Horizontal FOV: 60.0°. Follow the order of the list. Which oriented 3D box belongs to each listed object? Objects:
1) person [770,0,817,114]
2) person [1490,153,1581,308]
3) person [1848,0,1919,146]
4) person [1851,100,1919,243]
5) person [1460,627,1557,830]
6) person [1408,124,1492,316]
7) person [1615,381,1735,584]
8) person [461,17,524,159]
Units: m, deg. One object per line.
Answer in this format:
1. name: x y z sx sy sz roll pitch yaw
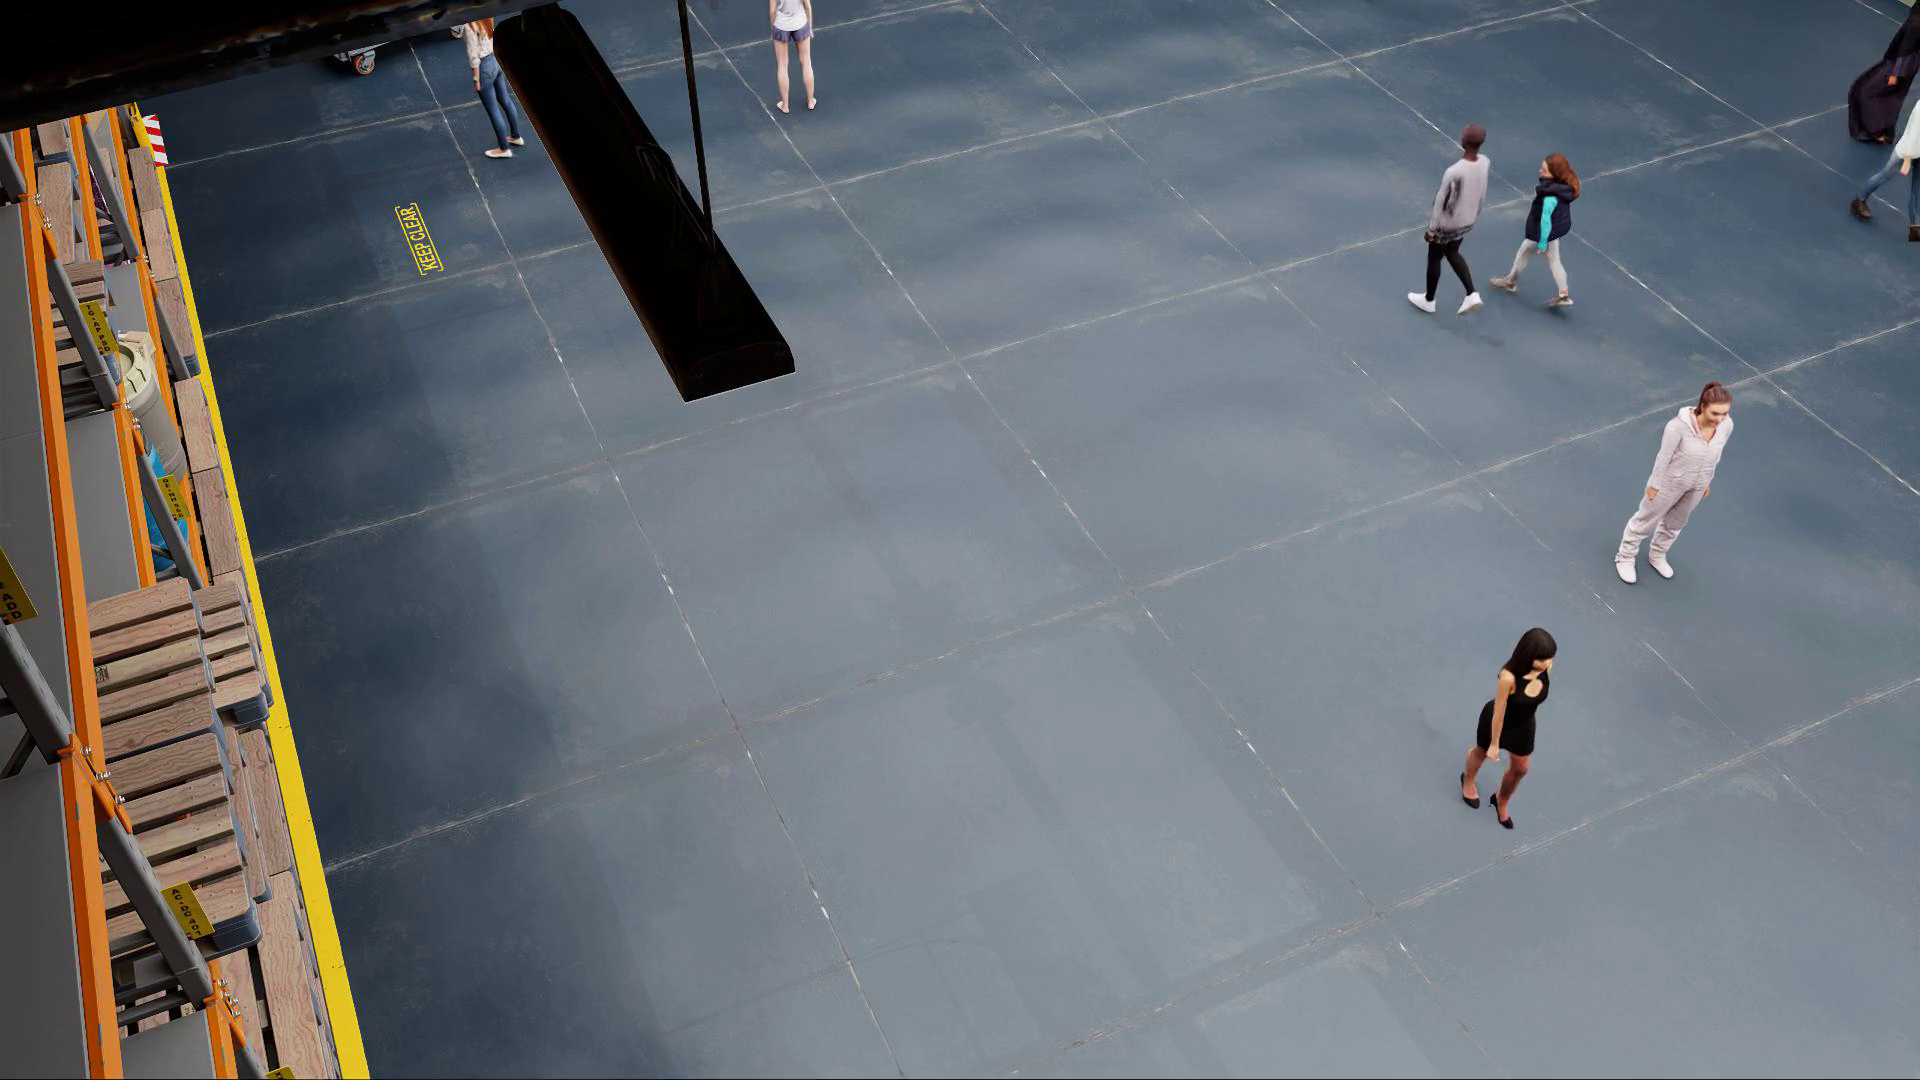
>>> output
1. person: -1.665 -5.046 16.334 0.621 1.767 0.615 -9 44 -10
2. person: 4.989 -2.583 13.972 1.059 1.459 0.861 30 51 28
3. person: 9.049 -4.515 15.891 0.872 1.610 0.778 31 52 28
4. person: 8.418 -3.484 14.821 0.626 1.594 1.108 -20 47 -20
5. person: 3.241 1.054 10.030 0.581 1.631 0.679 -13 45 -13
6. person: 4.157 -2.580 13.754 0.697 1.756 0.928 -24 49 -23
7. person: 4.983 -0.426 11.540 0.698 1.691 0.666 -5 44 -6
8. person: -4.464 -4.464 15.753 0.704 1.727 0.629 11 45 11
